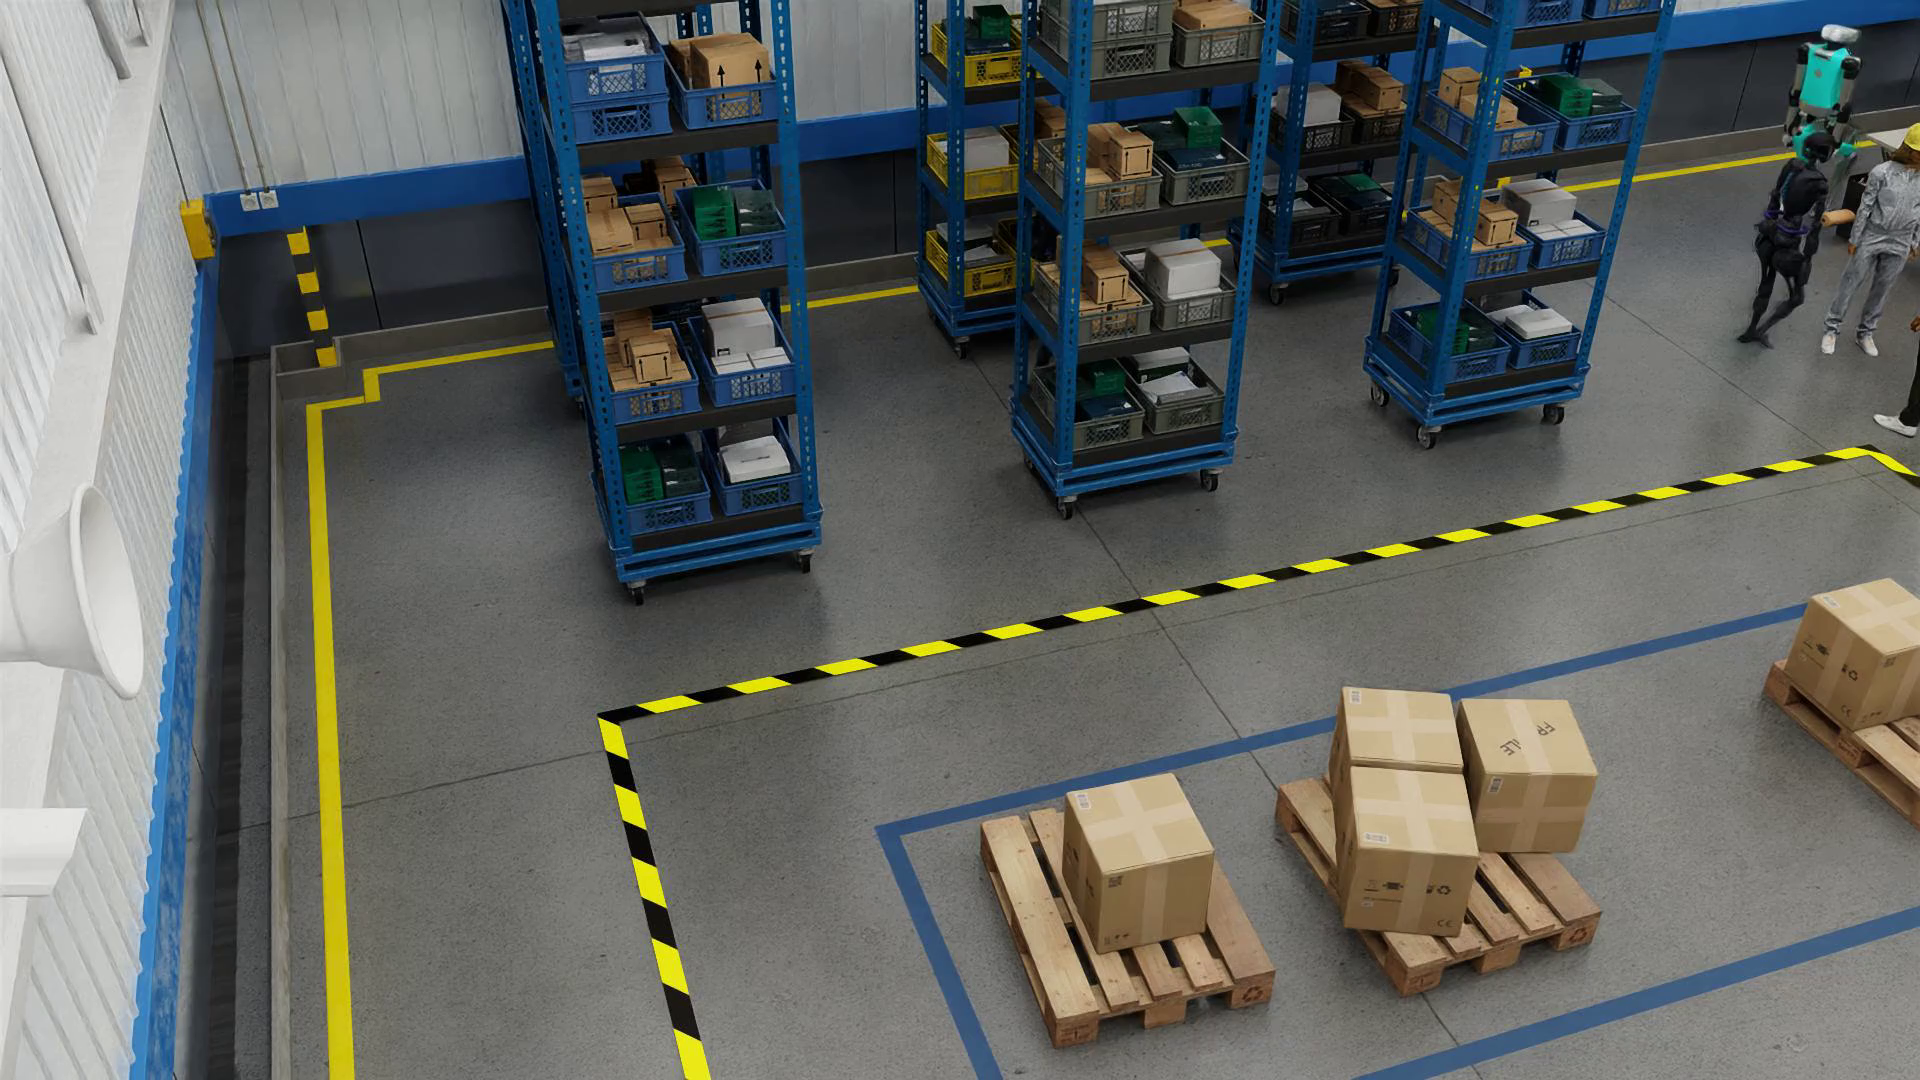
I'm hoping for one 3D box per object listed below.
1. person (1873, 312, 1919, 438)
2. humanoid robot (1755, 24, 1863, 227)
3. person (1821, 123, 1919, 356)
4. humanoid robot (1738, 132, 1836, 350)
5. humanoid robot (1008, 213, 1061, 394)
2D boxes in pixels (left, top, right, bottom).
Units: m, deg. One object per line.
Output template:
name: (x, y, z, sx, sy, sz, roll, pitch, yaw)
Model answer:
person: (6.488, -1.529, 10.849, 0.589, 1.852, 0.366, -13, 37, -17)
humanoid robot: (7.100, -3.361, 13.586, 1.005, 1.771, 0.536, -19, 39, -24)
person: (6.557, -2.118, 11.777, 0.492, 1.743, 0.295, 4, 35, 6)
humanoid robot: (5.883, -2.131, 11.854, 0.339, 1.651, 0.611, -5, 36, -8)
humanoid robot: (0.649, -1.781, 11.386, 0.746, 1.628, 0.593, -13, 37, -18)
